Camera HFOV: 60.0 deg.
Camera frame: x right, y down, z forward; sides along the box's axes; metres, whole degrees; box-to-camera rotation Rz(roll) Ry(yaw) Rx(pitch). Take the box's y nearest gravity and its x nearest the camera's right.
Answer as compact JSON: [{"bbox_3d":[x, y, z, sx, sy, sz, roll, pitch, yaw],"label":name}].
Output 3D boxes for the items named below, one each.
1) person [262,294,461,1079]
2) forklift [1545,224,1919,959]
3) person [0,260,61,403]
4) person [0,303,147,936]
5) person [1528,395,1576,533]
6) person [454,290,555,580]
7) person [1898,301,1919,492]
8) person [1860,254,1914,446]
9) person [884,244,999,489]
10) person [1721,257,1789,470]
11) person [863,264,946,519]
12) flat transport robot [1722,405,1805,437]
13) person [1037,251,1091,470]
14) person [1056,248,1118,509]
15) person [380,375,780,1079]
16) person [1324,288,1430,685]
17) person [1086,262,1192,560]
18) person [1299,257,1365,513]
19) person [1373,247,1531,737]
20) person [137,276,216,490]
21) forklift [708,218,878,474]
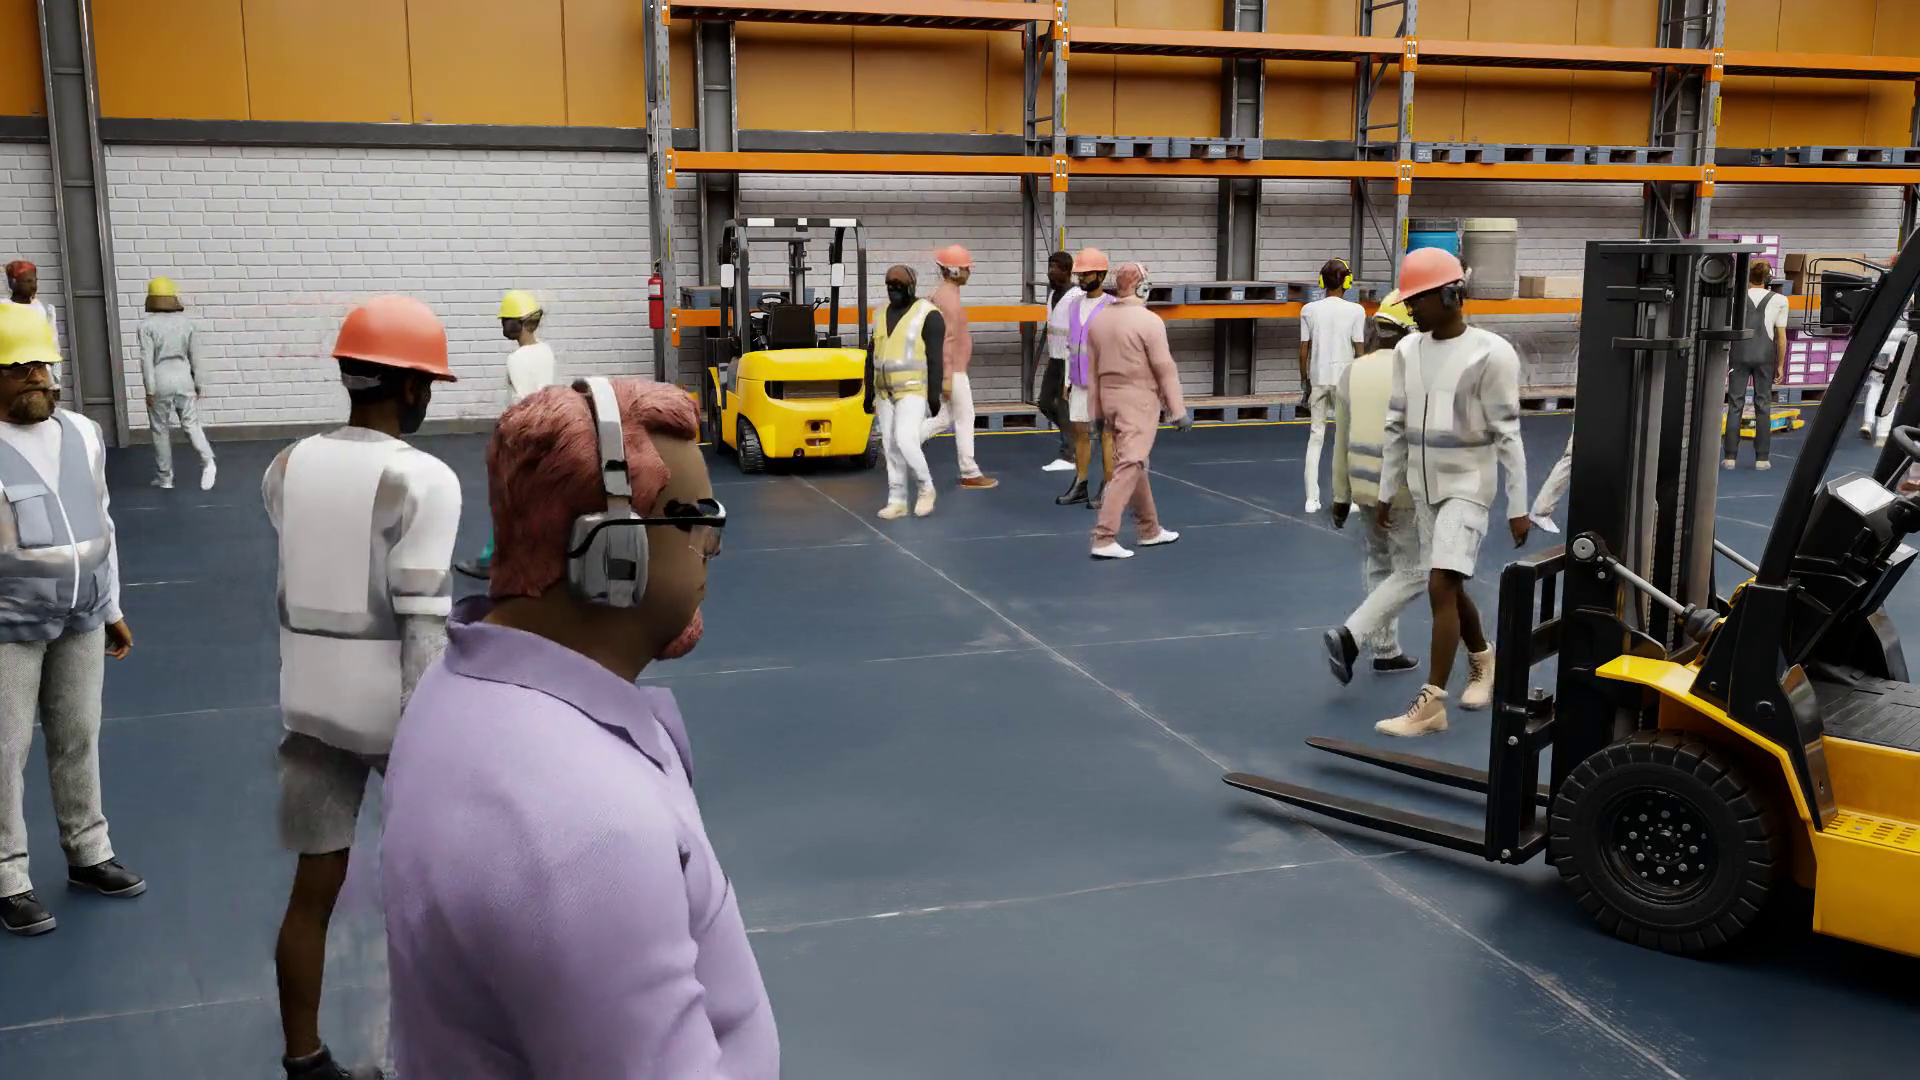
[{"bbox_3d":[-1.335,0.376,3.938,0.553,1.883,0.930,4,11,19],"label":"person"},{"bbox_3d":[2.909,0.117,4.508,2.313,2.155,1.214,9,14,40],"label":"forklift"},{"bbox_3d":[-7.271,-1.224,12.826,0.794,1.859,0.577,5,11,25],"label":"person"},{"bbox_3d":[-2.727,0.224,4.918,0.403,1.833,0.586,5,11,26],"label":"person"},{"bbox_3d":[4.314,-0.817,11.307,0.836,1.587,0.577,4,11,21],"label":"person"},{"bbox_3d":[-2.504,-0.593,9.730,0.950,1.715,0.525,3,11,15],"label":"person"},{"bbox_3d":[7.574,-1.253,12.732,0.644,1.952,0.913,2,10,9],"label":"person"},{"bbox_3d":[9.028,-1.837,16.100,0.418,1.870,0.613,-8,13,-39],"label":"person"},{"bbox_3d":[-0.147,-1.374,13.306,0.849,1.972,0.618,-2,10,-9],"label":"person"},{"bbox_3d":[6.897,-1.528,14.484,0.514,1.844,0.327,5,11,24],"label":"person"},{"bbox_3d":[-0.419,-1.049,11.899,0.641,1.826,0.441,8,13,39],"label":"person"},{"bbox_3d":[8.156,-1.245,17.249,1.431,0.197,0.652,-10,14,-43],"label":"flat transport robot"},{"bbox_3d":[0.907,-1.544,14.441,0.435,1.905,0.590,-4,11,-22],"label":"person"},{"bbox_3d":[0.979,-1.200,12.431,0.361,1.939,0.542,-10,14,-44],"label":"person"},{"bbox_3d":[-0.286,0.768,1.799,0.844,1.873,0.664,-3,11,-17],"label":"person"},{"bbox_3d":[1.881,-0.218,7.412,0.696,1.809,0.610,-6,12,-31],"label":"person"},{"bbox_3d":[1.139,-0.823,10.577,0.867,1.865,0.644,-6,12,-31],"label":"person"},{"bbox_3d":[2.733,-1.122,12.184,0.513,1.876,0.328,6,12,29],"label":"person"},{"bbox_3d":[2.079,-0.205,6.905,0.898,2.002,0.650,-6,12,-30],"label":"person"},{"bbox_3d":[-6.261,-1.241,13.271,0.785,1.714,0.492,8,13,39],"label":"person"},{"bbox_3d":[-1.522,-1.778,14.899,1.214,2.155,2.313,-3,11,-17],"label":"forklift"}]
